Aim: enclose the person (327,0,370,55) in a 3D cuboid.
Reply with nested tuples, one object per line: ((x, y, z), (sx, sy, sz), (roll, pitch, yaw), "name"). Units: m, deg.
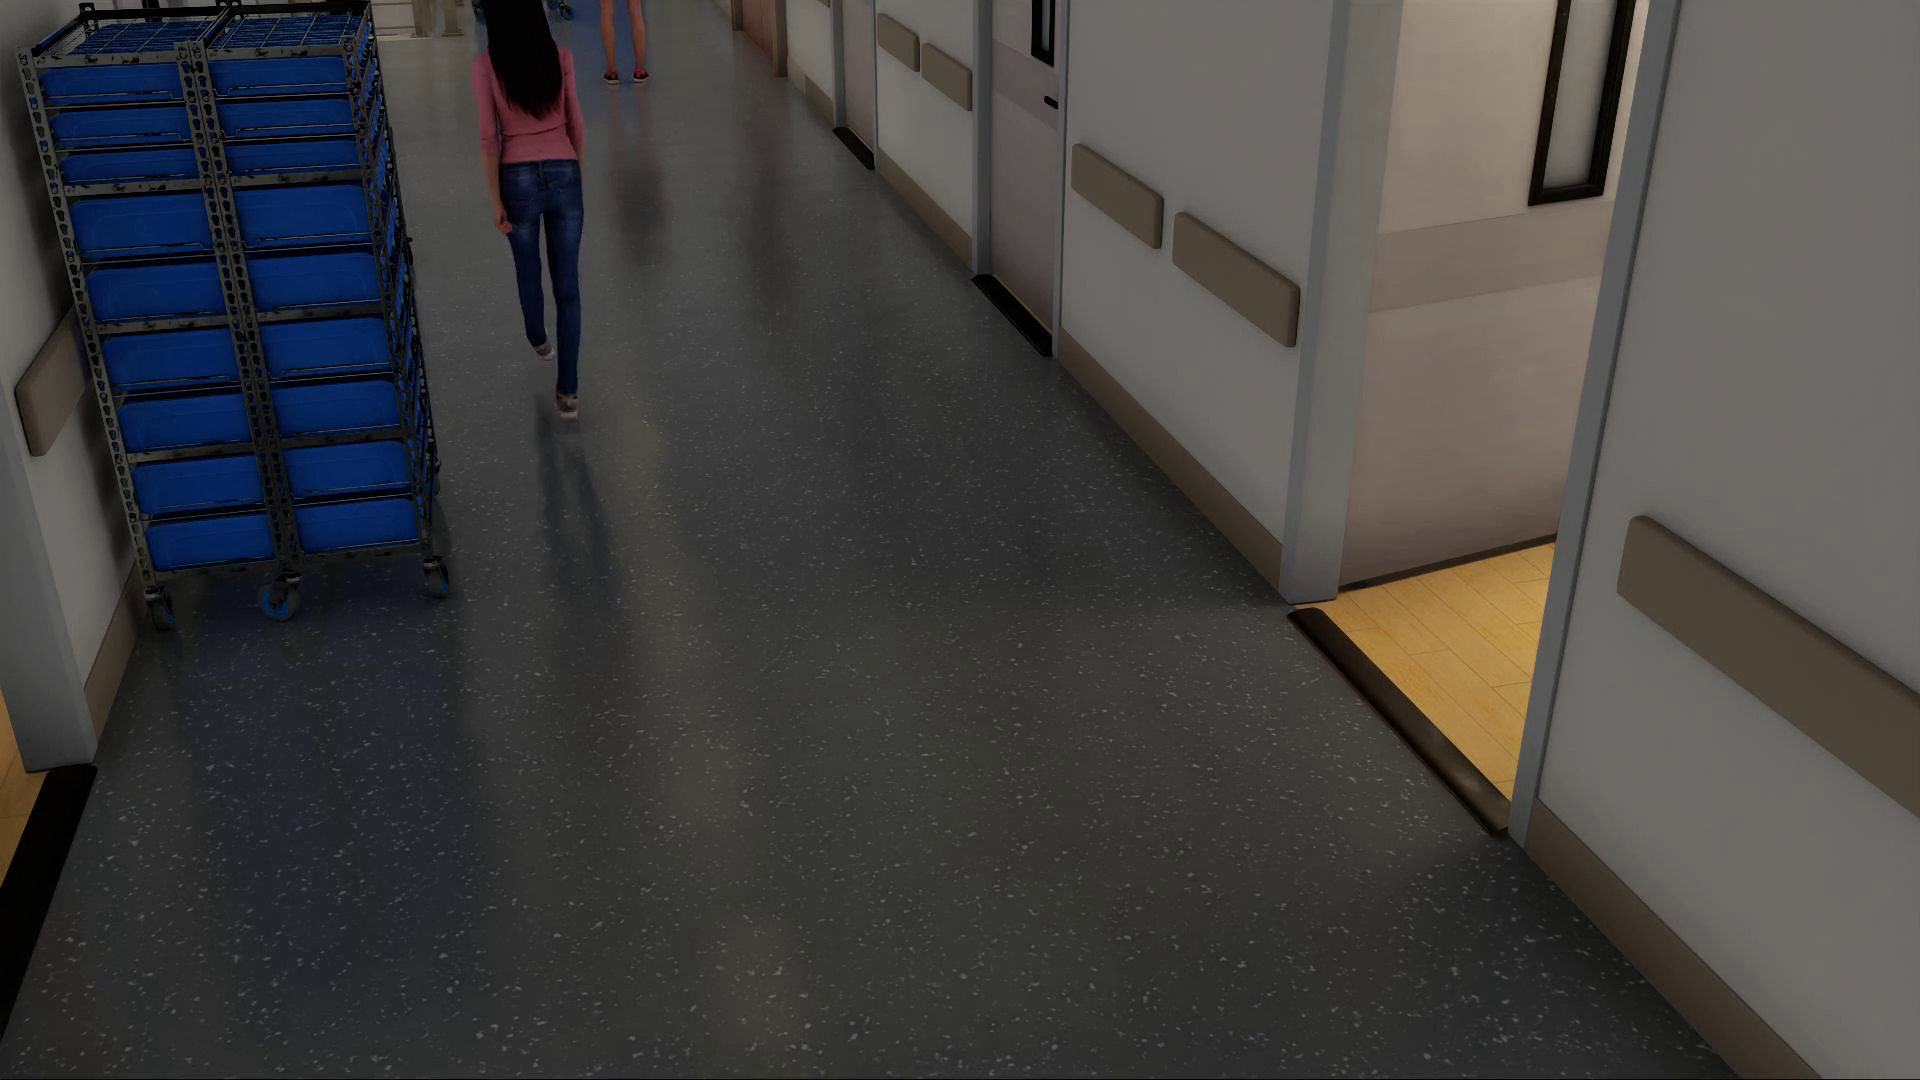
((-4.749, -4.389, 12.746), (0.776, 1.760, 0.956), (-15, 30, -28), "person")

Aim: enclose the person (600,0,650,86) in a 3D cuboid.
((-2.652, -4.487, 12.854), (0.631, 1.842, 0.512), (-7, 27, -15), "person")

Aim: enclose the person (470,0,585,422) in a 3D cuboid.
((-1.603, -1.297, 6.410), (0.593, 1.693, 1.137), (-8, 27, -16), "person")
